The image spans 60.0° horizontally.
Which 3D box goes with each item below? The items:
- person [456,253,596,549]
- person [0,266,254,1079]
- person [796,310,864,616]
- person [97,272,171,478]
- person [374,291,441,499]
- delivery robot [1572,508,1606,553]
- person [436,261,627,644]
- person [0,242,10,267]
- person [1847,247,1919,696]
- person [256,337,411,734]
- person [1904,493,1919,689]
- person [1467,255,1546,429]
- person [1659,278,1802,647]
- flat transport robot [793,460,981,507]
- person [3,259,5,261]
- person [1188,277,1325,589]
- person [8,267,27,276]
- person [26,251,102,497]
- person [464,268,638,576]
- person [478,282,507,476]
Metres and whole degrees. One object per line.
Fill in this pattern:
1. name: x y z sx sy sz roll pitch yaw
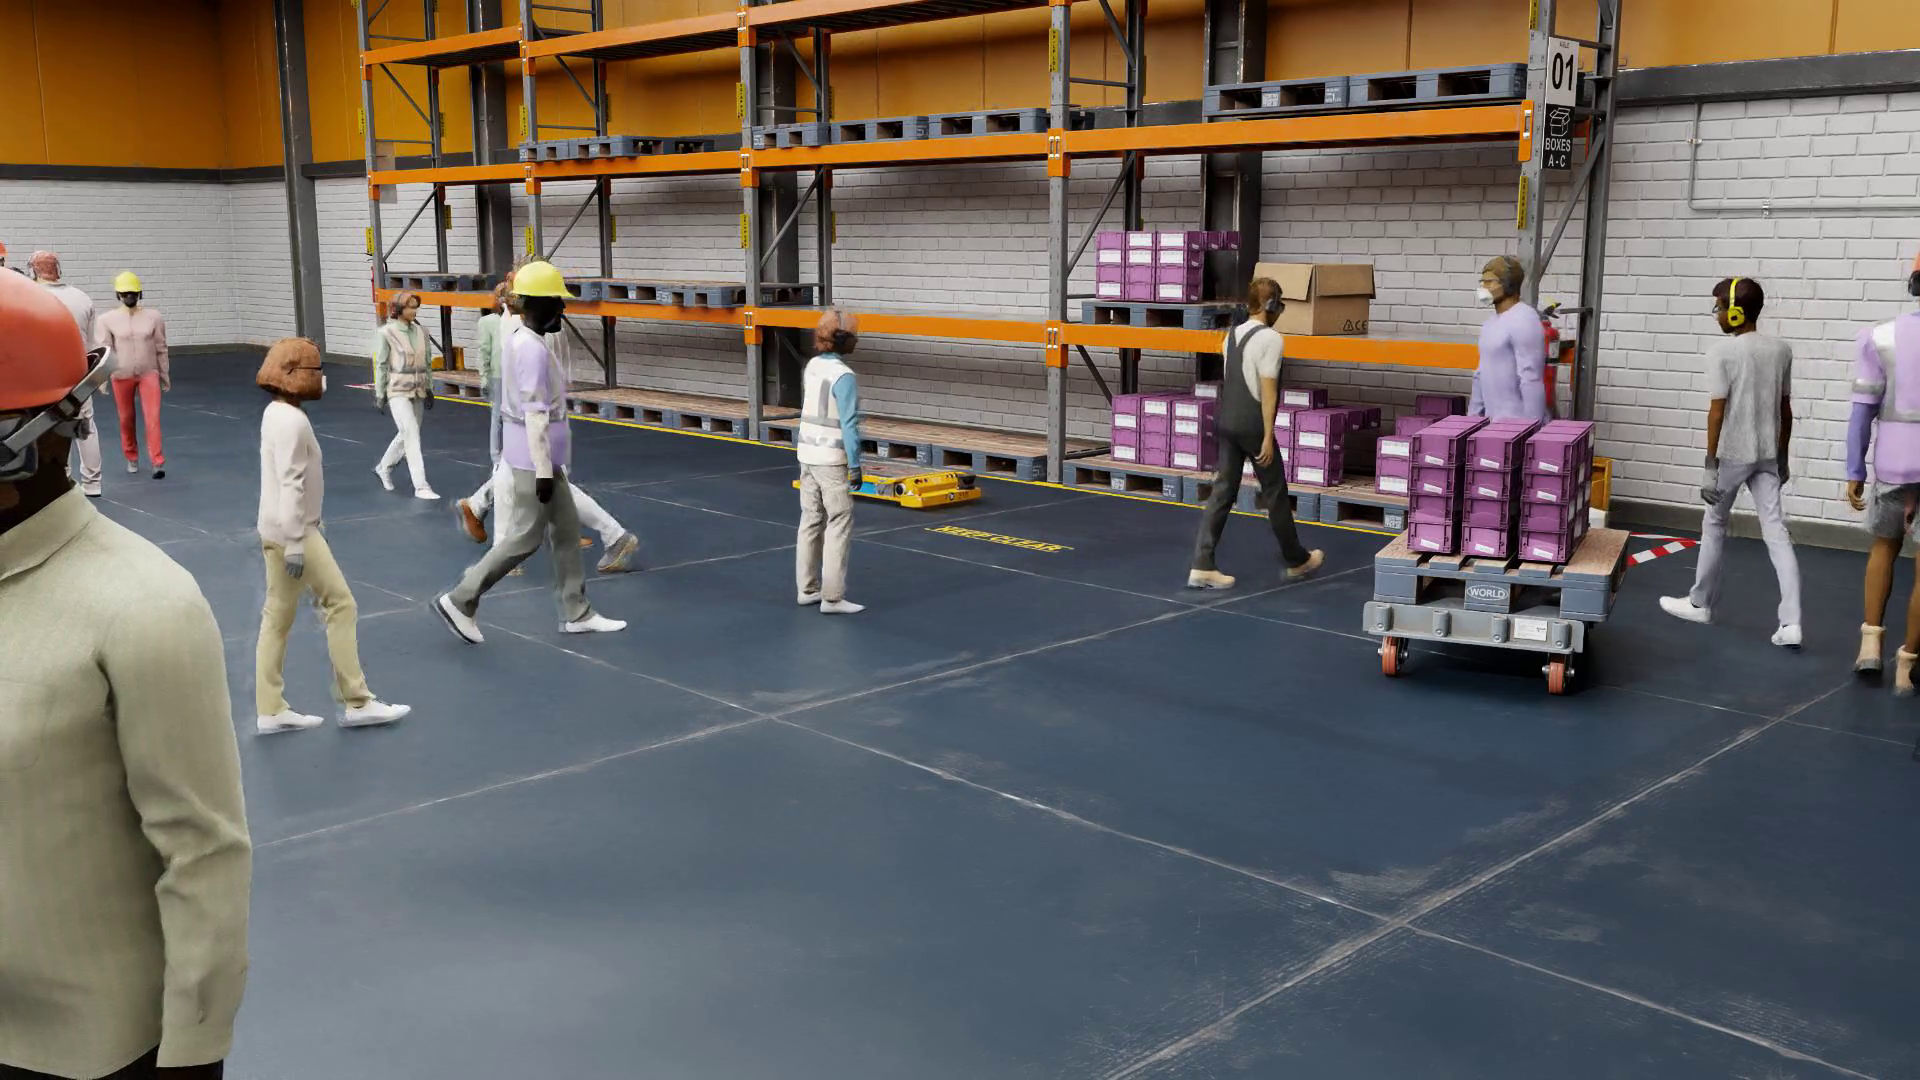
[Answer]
1. person: -2.797 -0.861 10.614 0.784 1.919 0.636 1 10 6
2. person: -1.210 0.628 2.255 0.612 1.991 0.392 6 12 30
3. person: -0.692 -0.412 8.928 0.342 1.620 0.521 -5 12 -26
4. person: -6.921 -1.377 13.942 0.552 1.715 0.936 -6 12 -31
5. person: -4.349 -1.134 12.938 0.796 1.612 0.518 6 12 28
6. delivery robot: 3.410 -0.076 9.756 0.707 0.478 0.477 -3 11 -16
7. person: -2.164 -0.426 8.263 0.864 1.902 0.600 -3 11 -15
8. person: -9.577 -1.997 16.567 0.491 1.980 0.629 2 11 10
9. person: 4.286 -0.327 7.359 0.631 2.024 0.529 8 13 36
10. person: -2.588 -0.017 6.787 0.692 1.604 0.530 -6 12 -29
11. person: 4.316 -0.146 7.145 0.612 1.735 0.549 -9 13 -39
12. person: 2.938 -0.637 9.377 0.938 1.901 0.660 0 10 2
13. person: 3.961 -0.397 8.342 0.593 1.812 0.970 -2 11 -10
14. flat transport robot: -0.579 -0.456 12.860 1.431 0.197 0.652 10 14 42
15. person: -11.432 -2.544 19.810 0.662 1.890 0.454 -2 11 -9
16. person: 1.714 -0.611 9.590 0.968 1.775 0.570 -6 12 -29
17. person: -6.530 -0.959 11.421 0.975 1.819 0.537 2 11 9
18. person: -6.876 -1.232 12.647 0.399 1.902 0.642 4 11 22
19. person: -2.429 -0.684 9.831 0.958 1.844 0.578 -4 11 -22
20. person: -3.807 -1.359 14.064 0.507 1.633 0.277 -6 12 -29
